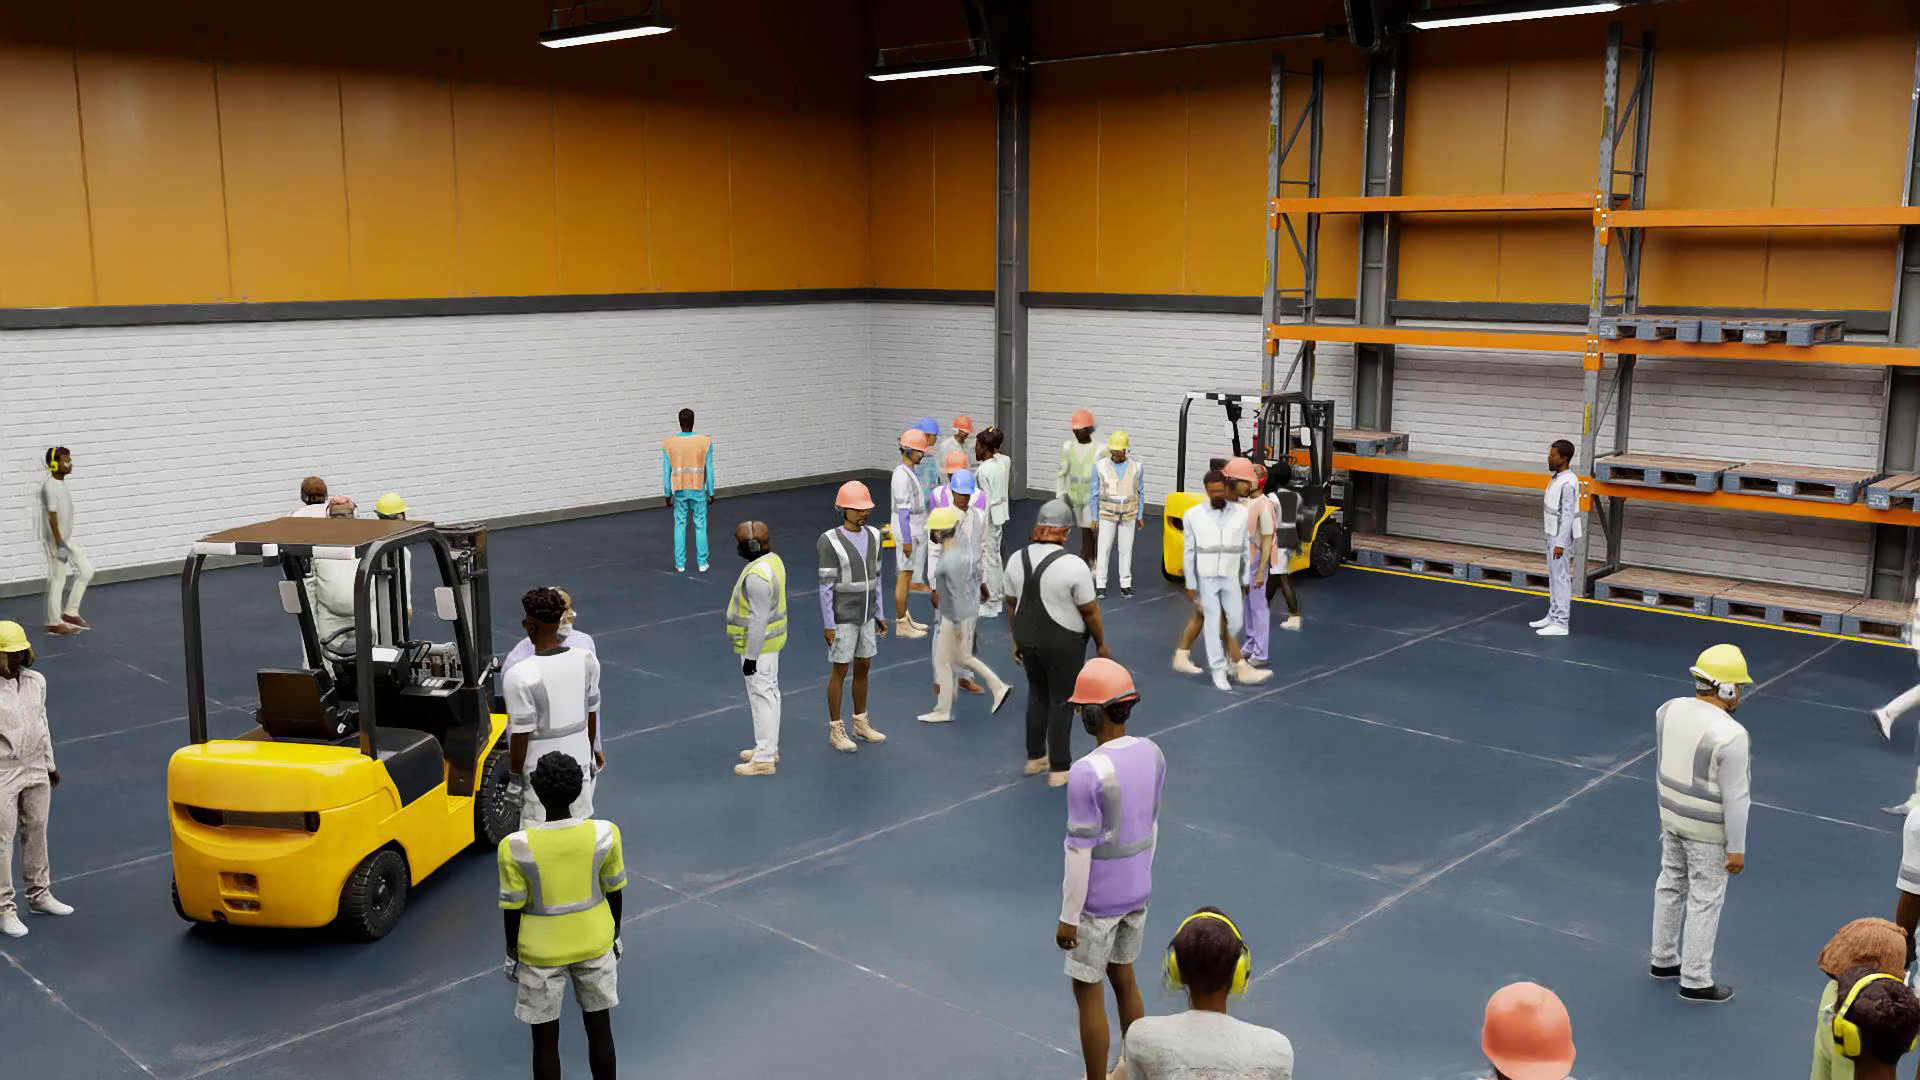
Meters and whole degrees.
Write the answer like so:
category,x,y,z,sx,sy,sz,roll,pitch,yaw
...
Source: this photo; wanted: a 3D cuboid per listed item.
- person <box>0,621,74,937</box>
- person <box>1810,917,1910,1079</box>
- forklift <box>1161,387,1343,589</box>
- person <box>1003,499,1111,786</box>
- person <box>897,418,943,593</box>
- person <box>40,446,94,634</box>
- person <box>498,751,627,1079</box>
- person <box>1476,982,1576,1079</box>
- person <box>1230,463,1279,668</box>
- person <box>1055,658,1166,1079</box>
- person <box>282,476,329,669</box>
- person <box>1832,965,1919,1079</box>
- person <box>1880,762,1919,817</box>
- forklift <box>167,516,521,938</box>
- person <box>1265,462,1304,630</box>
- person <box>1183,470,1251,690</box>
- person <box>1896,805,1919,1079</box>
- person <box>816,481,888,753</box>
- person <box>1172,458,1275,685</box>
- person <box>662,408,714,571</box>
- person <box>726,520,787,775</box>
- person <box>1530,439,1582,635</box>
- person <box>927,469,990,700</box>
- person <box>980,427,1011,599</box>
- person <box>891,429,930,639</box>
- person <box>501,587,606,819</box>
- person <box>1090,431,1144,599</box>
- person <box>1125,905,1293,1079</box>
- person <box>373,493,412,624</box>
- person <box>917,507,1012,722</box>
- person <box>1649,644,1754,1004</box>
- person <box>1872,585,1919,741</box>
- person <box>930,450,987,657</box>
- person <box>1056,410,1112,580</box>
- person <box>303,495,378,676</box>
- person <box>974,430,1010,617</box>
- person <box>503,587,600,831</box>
category,x,y,z,sx,sy,sz,roll,pitch,yaw
person,-5.206,1.298,9.201,0.295,1.743,0.493,3,10,18
person,2.903,2.012,5.469,0.276,1.627,0.497,4,11,24
forklift,3.298,-0.608,18.767,1.214,2.155,2.313,9,13,42
person,0.679,0.708,11.713,0.701,2.000,0.537,10,14,44
person,-0.441,-0.387,18.287,0.533,1.921,0.631,2,10,13
person,-8.712,0.009,16.216,0.533,1.853,0.558,-2,10,-13
person,-1.657,1.711,6.976,0.536,1.700,0.318,-5,11,-26
person,1.480,2.055,4.521,0.555,1.876,1.007,1,10,7
person,2.665,0.225,15.003,0.379,1.849,0.570,-1,10,-7
person,0.623,1.511,7.194,0.409,2.028,0.613,8,13,38
person,-5.494,0.364,14.272,0.617,1.835,0.428,-8,13,-37
person,2.425,2.063,4.523,0.511,1.861,0.322,-2,10,-10
person,6.545,1.007,10.688,0.895,1.810,0.564,6,12,31
forklift,-3.583,0.976,9.748,1.214,2.155,2.313,2,10,11
person,3.153,0.043,16.602,0.538,1.644,0.858,-8,13,-38
person,2.209,0.329,14.298,0.624,1.893,0.456,-1,10,-7
person,4.009,1.652,6.547,0.612,1.963,0.363,5,11,27
person,-0.786,0.566,12.517,0.378,2.044,0.607,9,14,42
person,2.281,0.262,14.467,0.992,1.972,0.633,7,12,34
person,-3.164,-0.578,19.414,0.588,1.911,0.397,-1,10,-5
person,-1.461,0.766,11.964,0.429,1.840,0.624,0,10,2
person,5.860,-0.030,16.257,0.391,1.922,0.593,2,10,9
person,-0.001,0.365,13.936,0.607,1.943,0.403,-7,12,-36
person,0.351,-0.280,17.835,0.321,1.869,0.532,6,11,29
person,-0.475,-0.063,16.125,0.386,2.034,0.604,0,10,3
person,-2.243,1.197,9.262,0.380,1.929,0.637,6,12,33
person,1.695,-0.270,17.896,0.599,1.823,0.403,-1,10,-7
person,0.733,2.001,4.890,0.549,1.851,0.471,4,11,19
person,-4.649,0.493,13.713,0.306,1.772,0.527,-8,13,-38
person,0.038,0.592,13.191,0.685,1.742,0.543,0,10,2
person,3.718,1.414,8.330,0.403,1.821,0.601,-2,10,-14
person,7.196,0.804,12.376,0.506,1.612,0.537,2,10,10
person,-0.026,0.128,15.340,0.547,1.929,0.387,3,10,16
person,1.387,-0.472,18.607,0.626,1.981,1.078,6,12,30
person,-4.672,0.601,12.708,0.648,1.907,0.409,-3,10,-16
person,0.297,-0.165,17.043,0.393,1.916,0.591,3,10,16
person,-2.214,1.218,9.020,0.367,1.966,0.604,7,12,35
